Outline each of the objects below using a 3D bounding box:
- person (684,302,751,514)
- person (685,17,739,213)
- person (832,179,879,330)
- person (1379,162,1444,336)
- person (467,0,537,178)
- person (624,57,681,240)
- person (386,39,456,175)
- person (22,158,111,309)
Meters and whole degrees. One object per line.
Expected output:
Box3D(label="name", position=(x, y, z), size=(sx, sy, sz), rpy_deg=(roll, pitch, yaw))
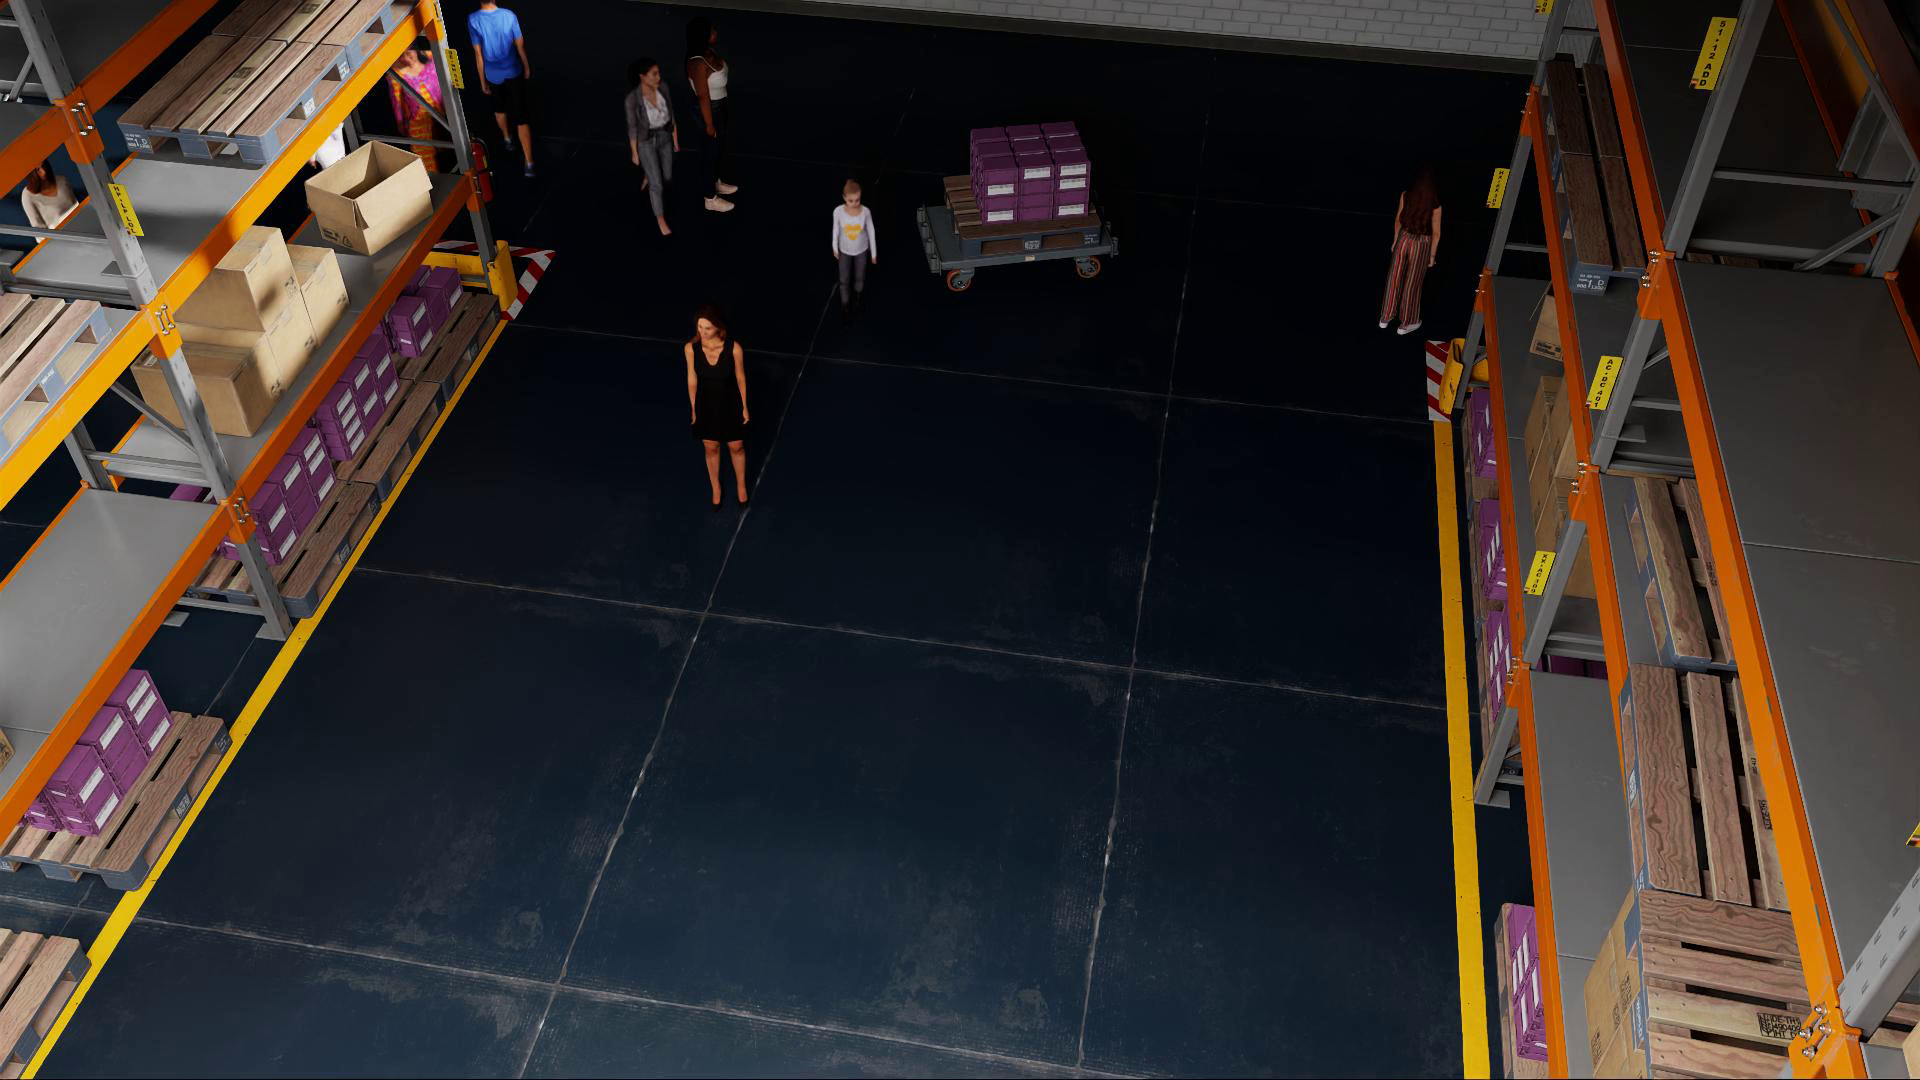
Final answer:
Box3D(label="person", position=(-1.699, -0.919, 11.825), size=(0.629, 1.834, 0.600), rpy_deg=(-3, 44, -3))
Box3D(label="person", position=(-2.250, -3.828, 14.896), size=(0.742, 1.810, 0.589), rpy_deg=(0, 44, 0))
Box3D(label="person", position=(-0.889, -2.453, 13.845), size=(0.623, 1.269, 0.743), rpy_deg=(-4, 44, -4))
Box3D(label="person", position=(3.697, -2.390, 13.565), size=(0.635, 1.563, 0.661), rpy_deg=(30, 51, 28))
Box3D(label="person", position=(-4.176, -4.216, 15.292), size=(0.942, 1.825, 1.265), rpy_deg=(-9, 44, -9))
Box3D(label="person", position=(-2.735, -3.501, 14.667), size=(0.995, 1.652, 1.014), rpy_deg=(-29, 51, -27))
Box3D(label="person", position=(-4.881, -3.940, 15.127), size=(1.139, 1.654, 1.130), rpy_deg=(31, 51, 28))
Box3D(label="person", position=(-7.252, -2.424, 13.516), size=(0.733, 1.681, 0.573), rpy_deg=(19, 47, 19))
